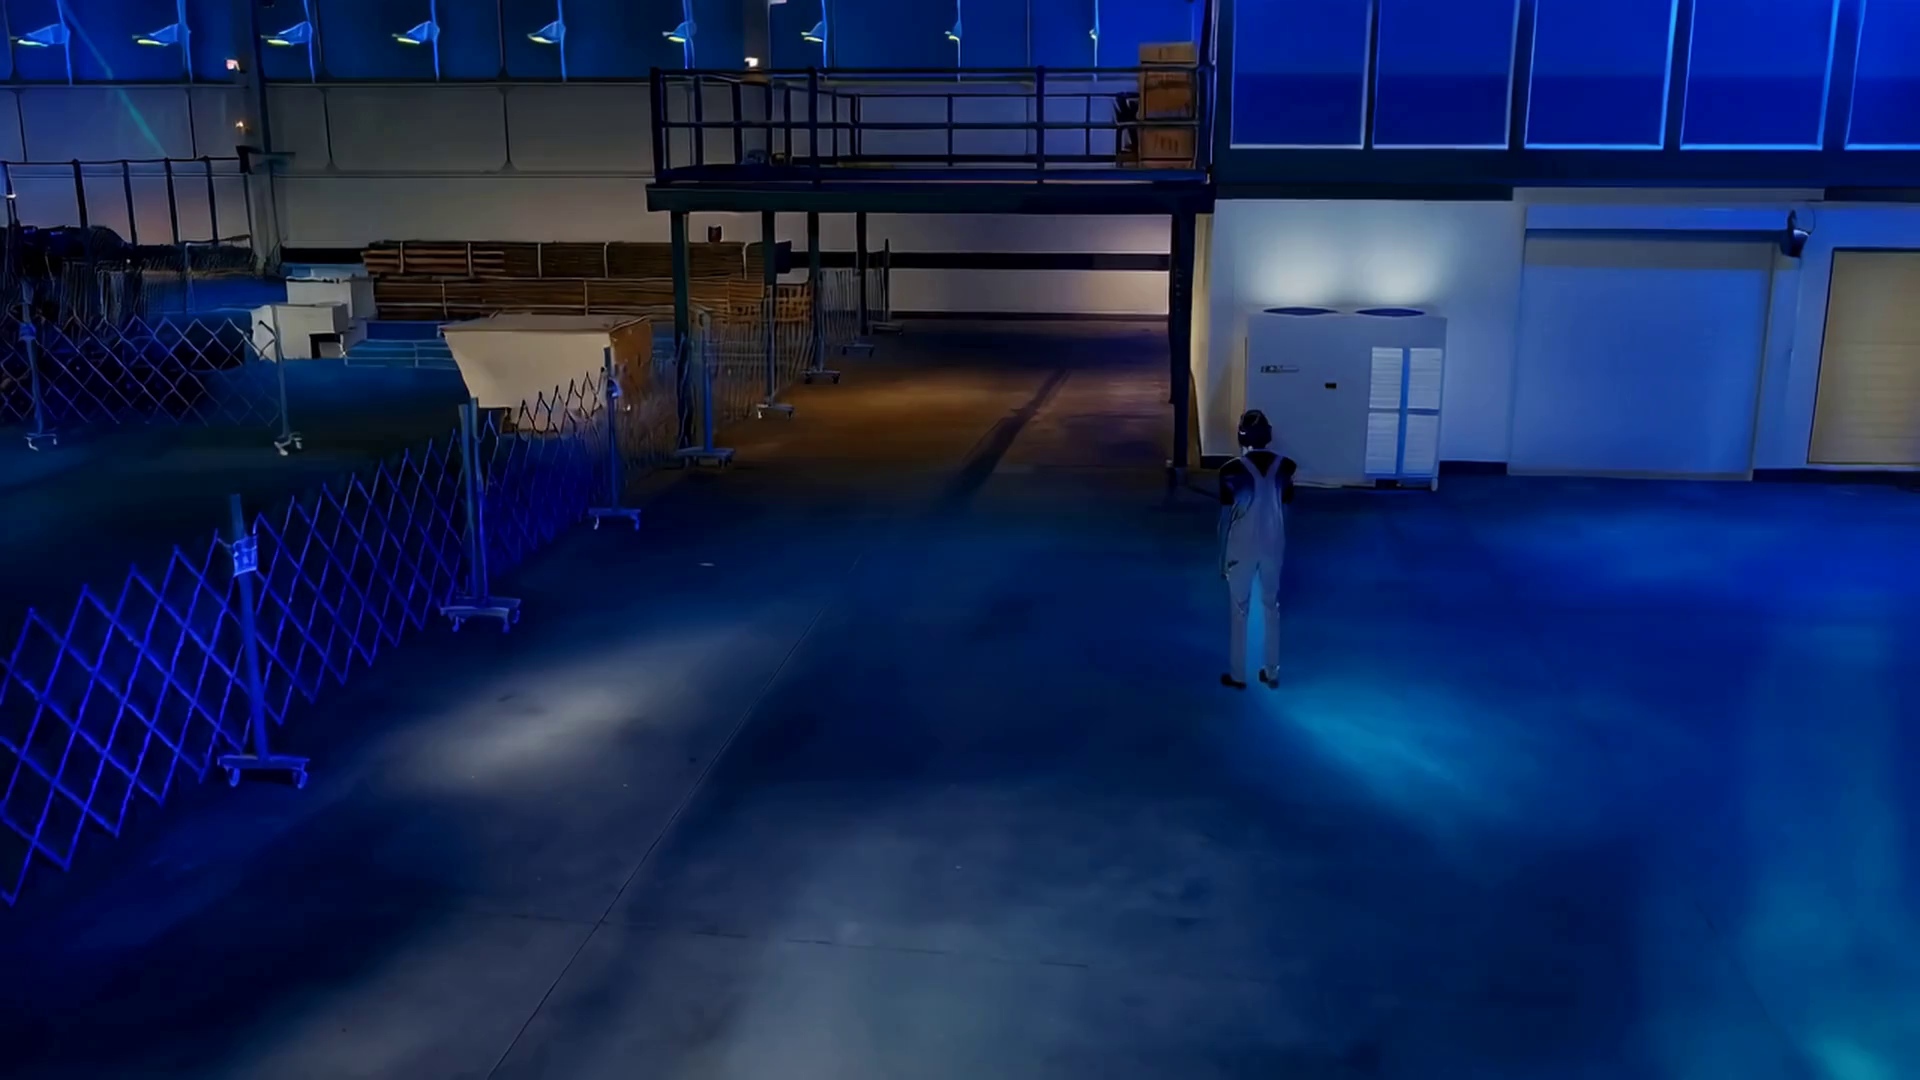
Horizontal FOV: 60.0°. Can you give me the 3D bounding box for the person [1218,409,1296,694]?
[{"bbox_3d":[1.885,0.080,10.666,0.503,1.831,0.361,-2,14,-8],"label":"person"}]
